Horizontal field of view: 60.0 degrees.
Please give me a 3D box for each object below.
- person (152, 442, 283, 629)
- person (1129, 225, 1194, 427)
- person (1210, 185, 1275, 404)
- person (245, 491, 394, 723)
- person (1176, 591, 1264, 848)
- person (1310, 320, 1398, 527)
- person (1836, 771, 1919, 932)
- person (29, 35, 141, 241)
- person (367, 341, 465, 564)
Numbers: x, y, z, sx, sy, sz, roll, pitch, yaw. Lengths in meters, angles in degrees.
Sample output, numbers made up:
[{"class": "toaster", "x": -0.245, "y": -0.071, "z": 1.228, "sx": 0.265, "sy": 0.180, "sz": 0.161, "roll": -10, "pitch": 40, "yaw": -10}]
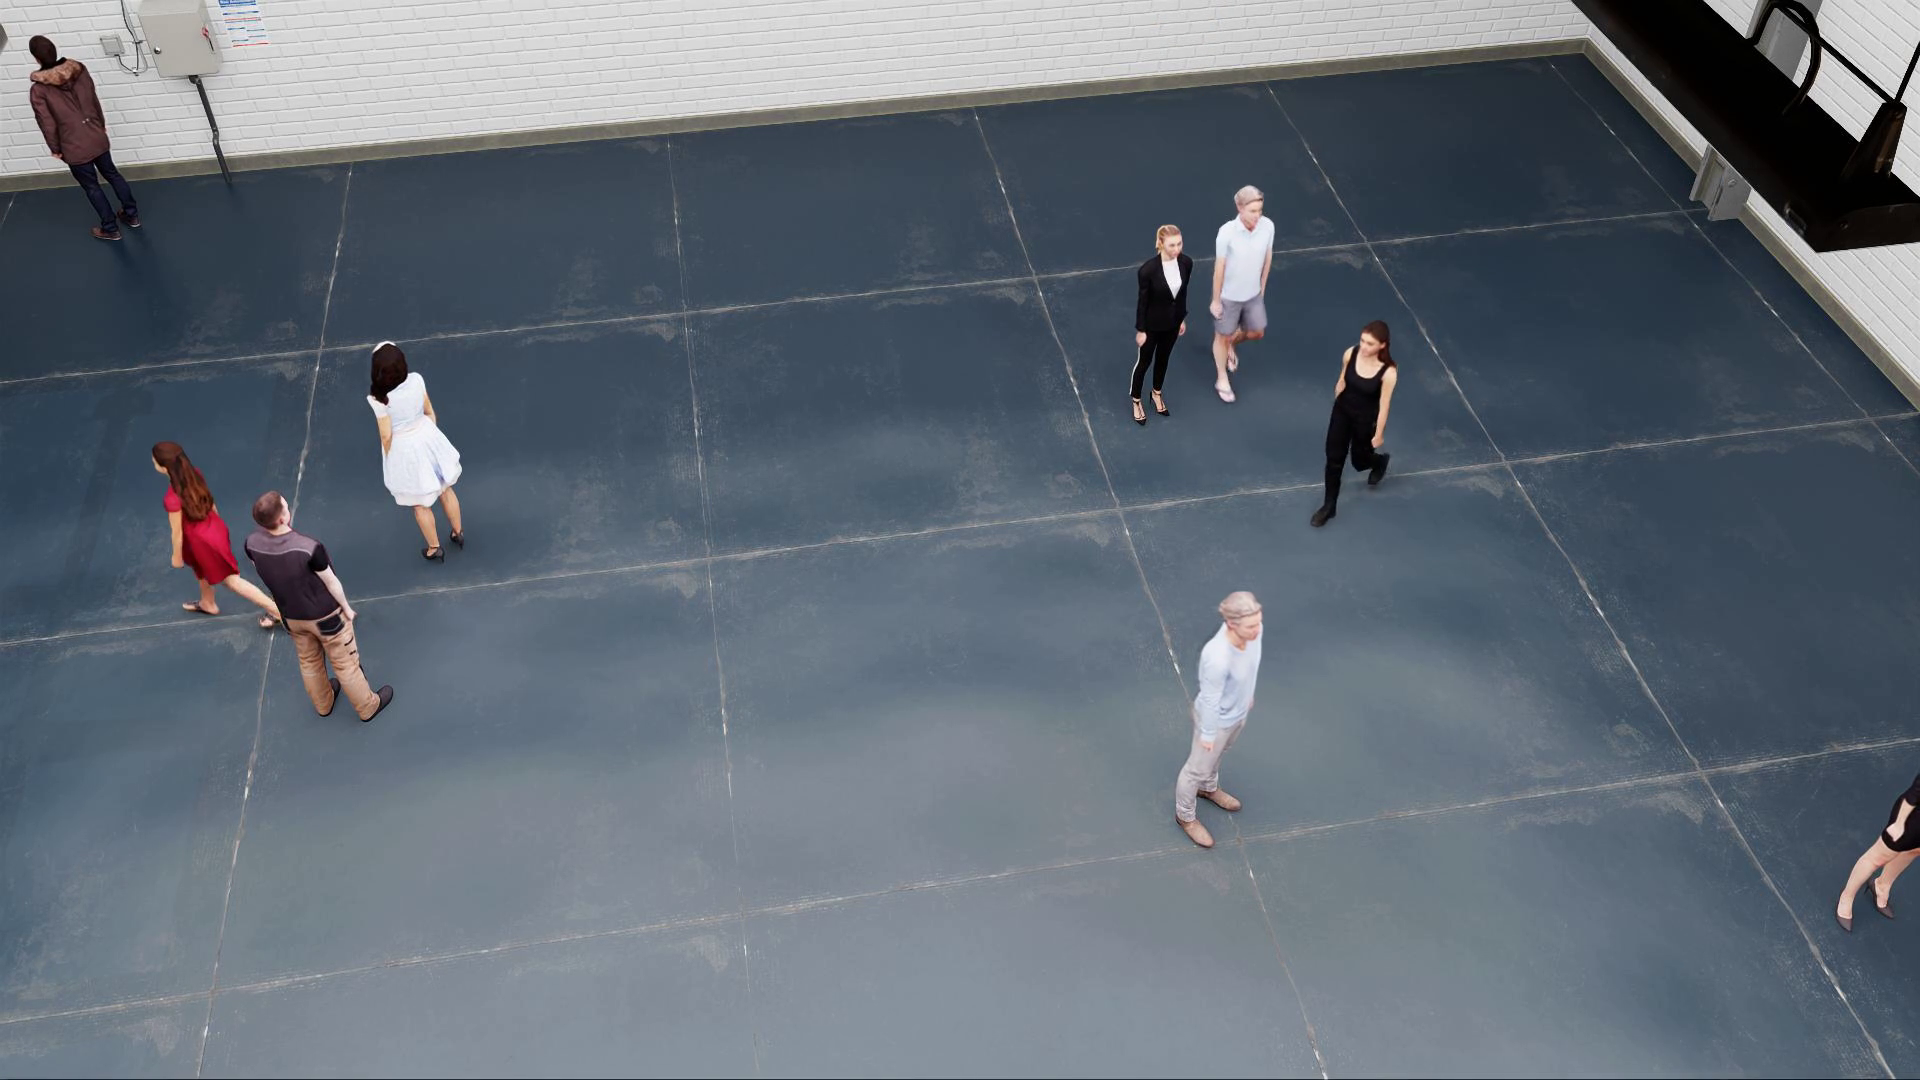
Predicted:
[{"class": "person", "x": -4.851, "y": 0.005, "z": 10.822, "sx": 0.769, "sy": 1.530, "sz": 1.020, "roll": 3, "pitch": 44, "yaw": 3}, {"class": "person", "x": 1.486, "y": -1.615, "z": 12.394, "sx": 0.664, "sy": 1.706, "sz": 0.623, "roll": -18, "pitch": 46, "yaw": -18}, {"class": "person", "x": 2.072, "y": -1.927, "z": 12.638, "sx": 0.703, "sy": 1.821, "sz": 0.796, "roll": -12, "pitch": 45, "yaw": -13}, {"class": "person", "x": -3.976, "y": 0.415, "z": 10.164, "sx": 0.759, "sy": 1.842, "sz": 0.726, "roll": 8, "pitch": 44, "yaw": 8}, {"class": "person", "x": 1.503, "y": 0.981, "z": 9.534, "sx": 0.787, "sy": 1.892, "sz": 0.743, "roll": 29, "pitch": 51, "yaw": 27}, {"class": "person", "x": 2.821, "y": -0.857, "z": 11.622, "sx": 0.986, "sy": 1.672, "sz": 1.026, "roll": -33, "pitch": 53, "yaw": -30}, {"class": "person", "x": 5.251, "y": 1.501, "z": 9.051, "sx": 0.605, "sy": 1.807, "sz": 0.505, "roll": -10, "pitch": 45, "yaw": -10}, {"class": "person", "x": -7.499, "y": -3.428, "z": 14.195, "sx": 0.924, "sy": 1.847, "sz": 0.836, "roll": 20, "pitch": 47, "yaw": 20}, {"class": "person", "x": -3.667, "y": -0.581, "z": 11.228, "sx": 0.905, "sy": 1.818, "sz": 0.854, "roll": 34, "pitch": 53, "yaw": 30}]
